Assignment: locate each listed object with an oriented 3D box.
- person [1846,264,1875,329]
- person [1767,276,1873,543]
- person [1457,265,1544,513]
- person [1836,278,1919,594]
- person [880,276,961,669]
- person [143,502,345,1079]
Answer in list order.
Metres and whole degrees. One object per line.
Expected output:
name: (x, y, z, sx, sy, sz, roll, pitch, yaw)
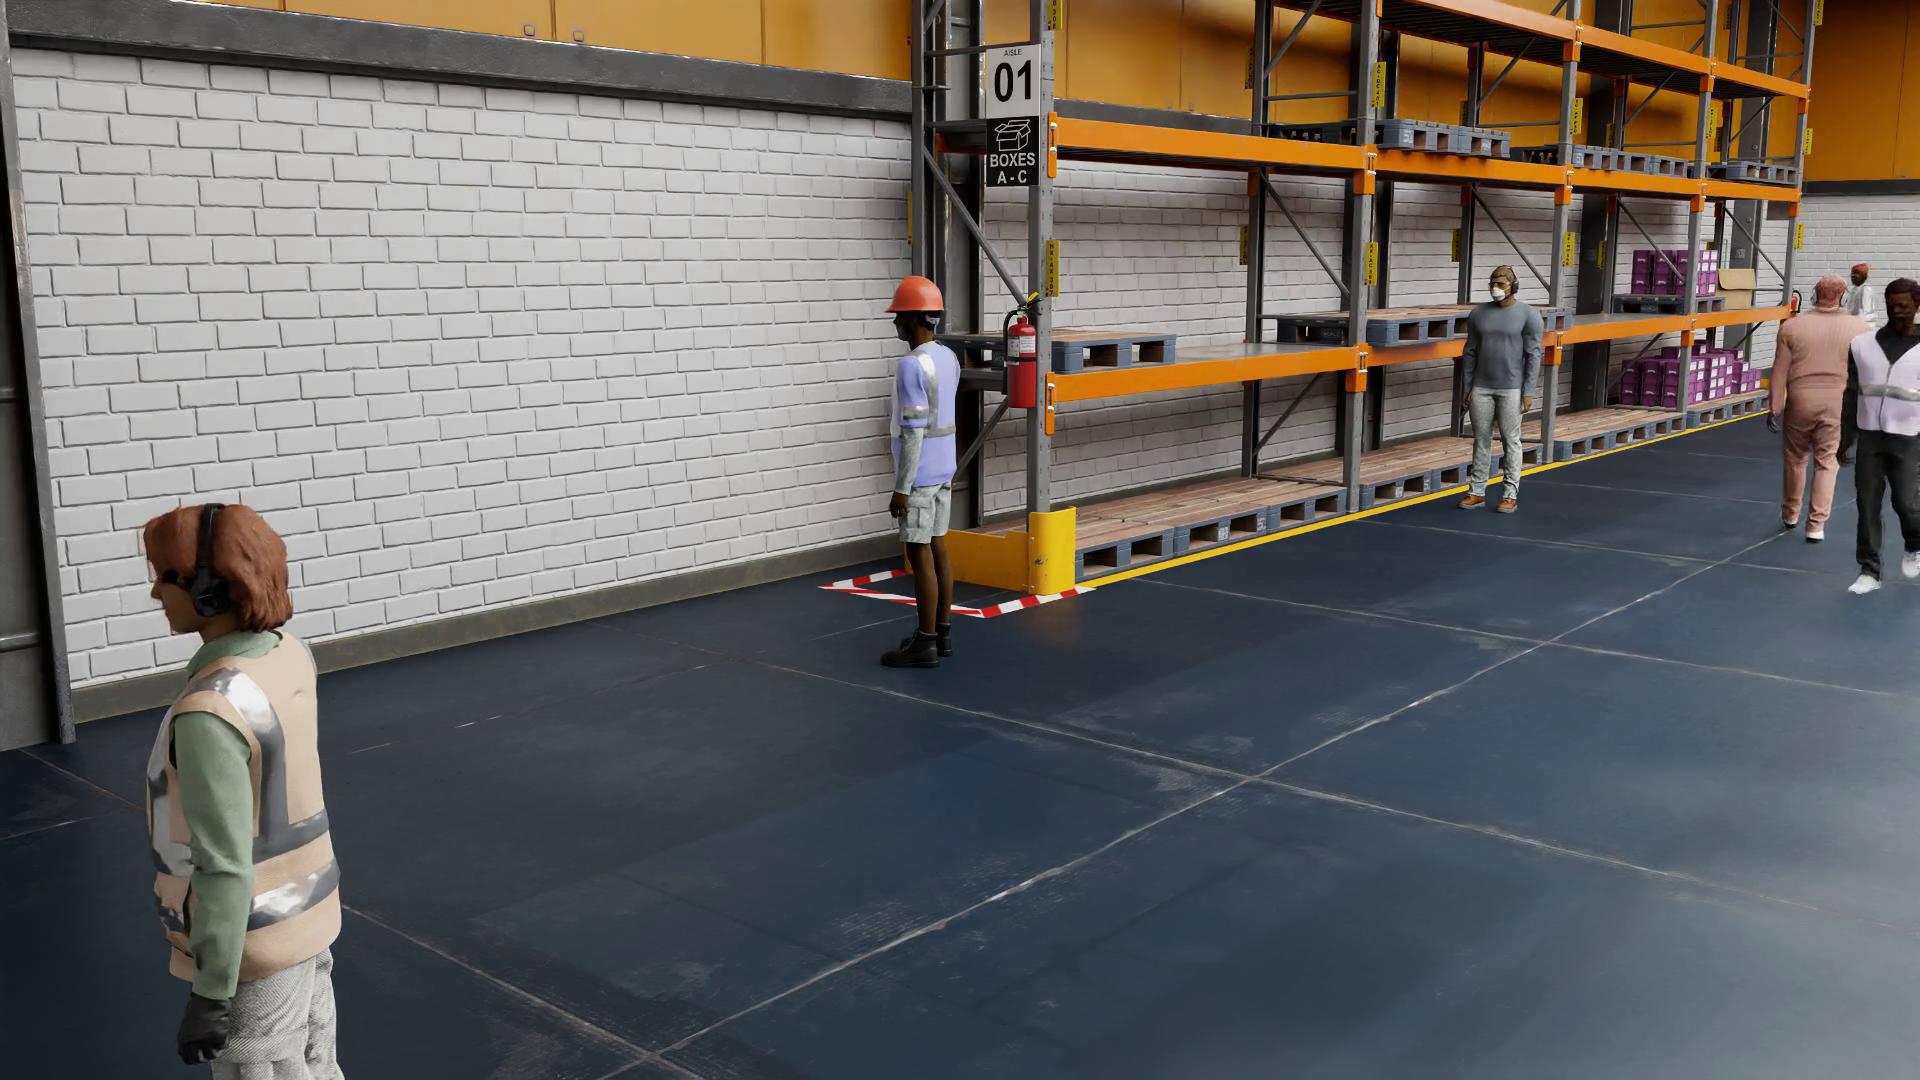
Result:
person: (12.766, -2.995, 23.688, 0.423, 1.855, 0.609, 2, 10, 12)
person: (6.196, -0.951, 11.973, 0.680, 1.860, 0.951, 5, 11, 26)
person: (4.248, -1.185, 13.122, 0.630, 1.940, 0.372, 9, 13, 41)
person: (5.655, -0.629, 10.060, 0.603, 1.901, 0.597, -9, 13, -42)
person: (-0.204, -0.330, 8.252, 0.354, 1.938, 0.544, 3, 11, 19)
person: (-1.277, 0.740, 3.017, 0.308, 1.639, 0.511, -1, 10, -8)
